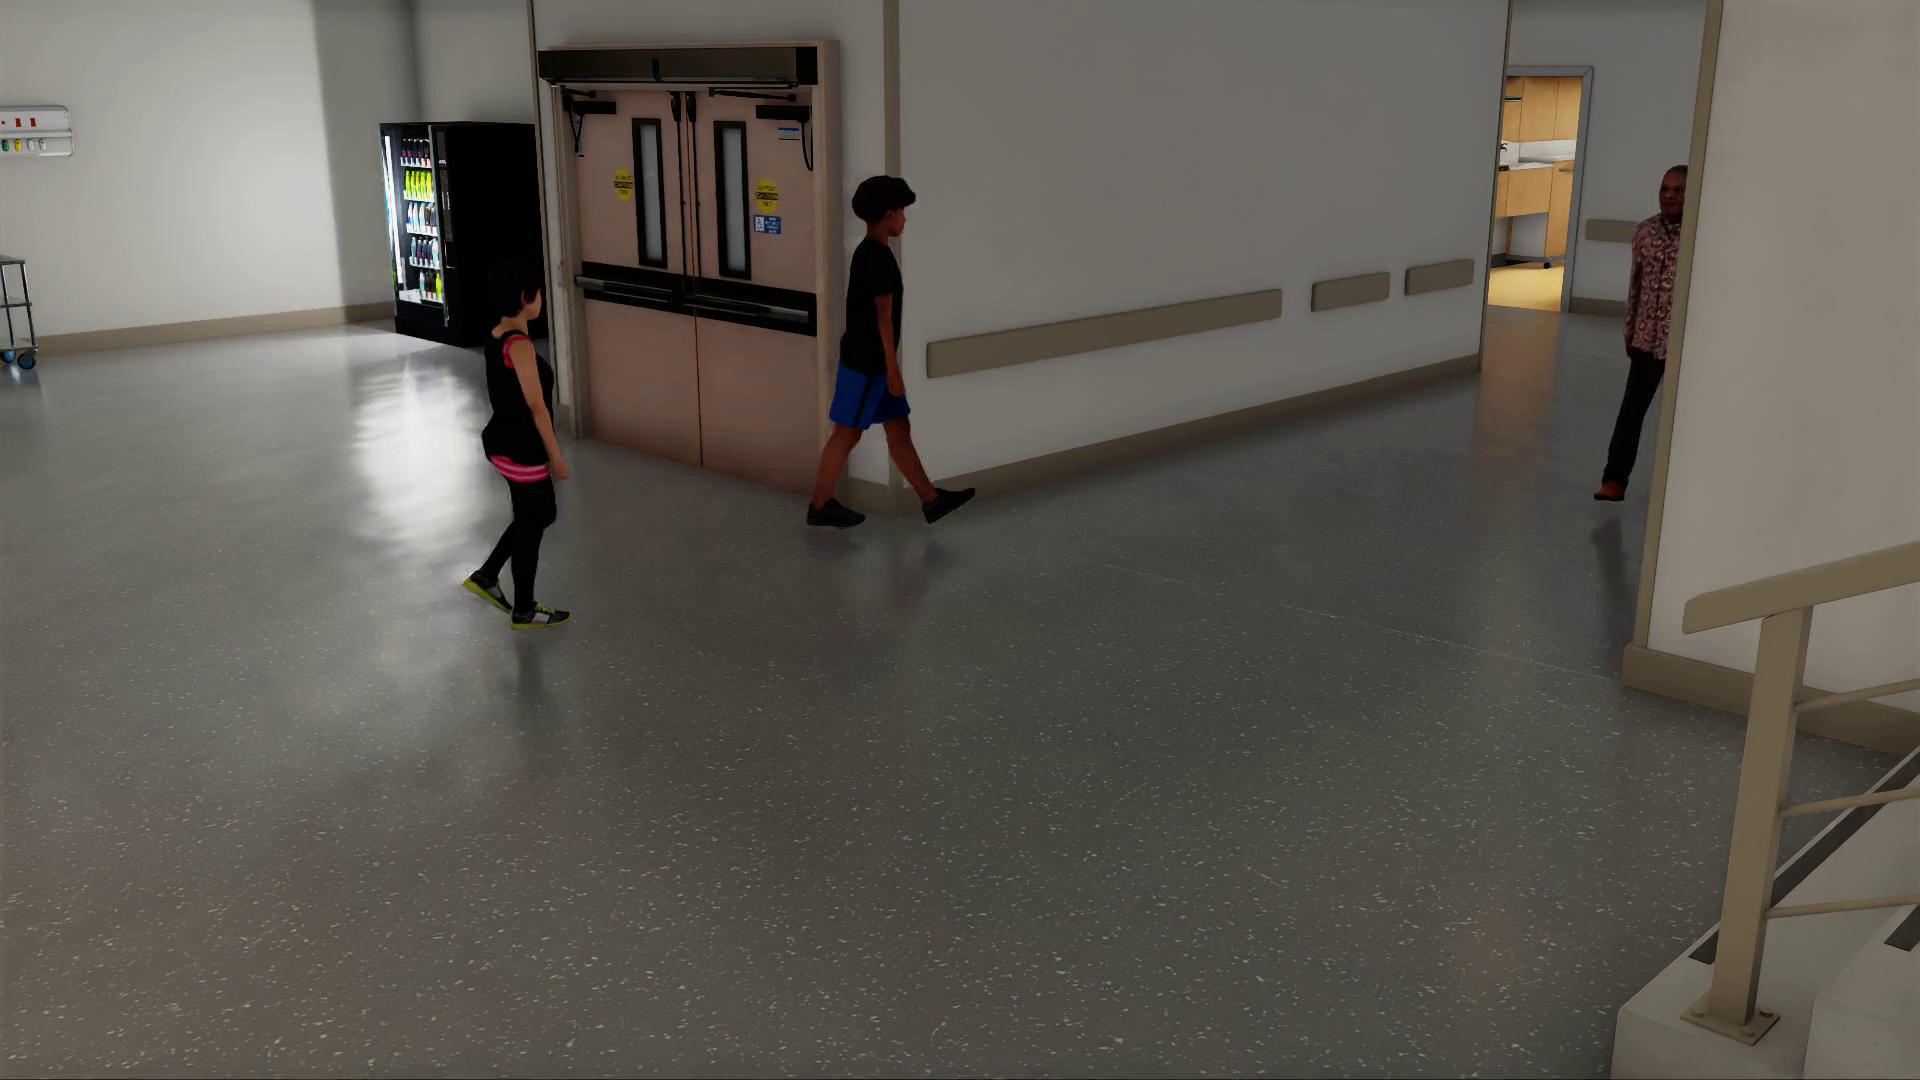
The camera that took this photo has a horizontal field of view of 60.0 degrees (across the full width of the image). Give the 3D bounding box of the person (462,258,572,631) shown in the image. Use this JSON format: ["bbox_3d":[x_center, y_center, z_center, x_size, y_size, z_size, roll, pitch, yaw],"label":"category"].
[{"bbox_3d":[-1.862,-0.357,6.767,0.695,1.538,0.659,-8,18,-27],"label":"person"}]

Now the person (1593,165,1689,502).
[{"bbox_3d":[3.829,-1.064,8.862,1.105,1.761,0.781,13,21,39],"label":"person"}]

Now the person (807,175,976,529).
[{"bbox_3d":[-0.534,-0.870,8.217,1.135,1.737,1.128,-1,16,-5],"label":"person"}]
